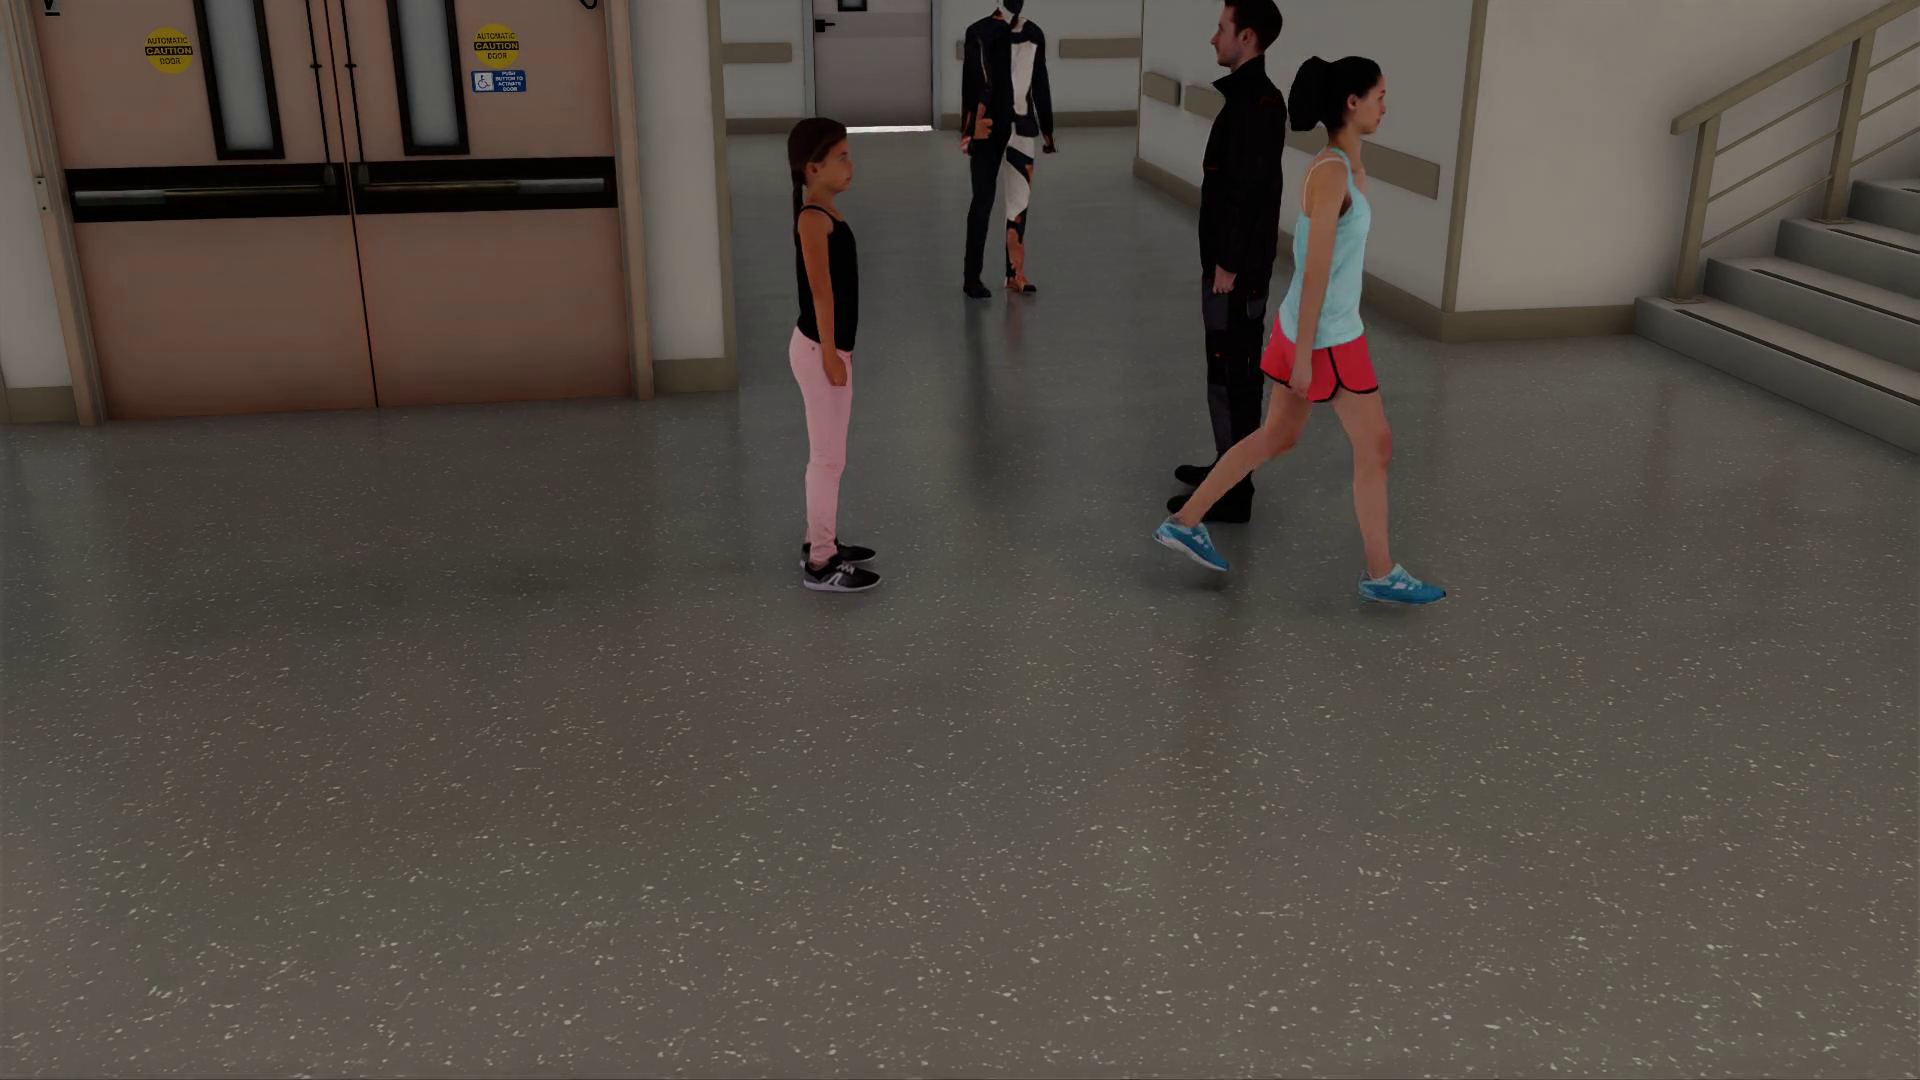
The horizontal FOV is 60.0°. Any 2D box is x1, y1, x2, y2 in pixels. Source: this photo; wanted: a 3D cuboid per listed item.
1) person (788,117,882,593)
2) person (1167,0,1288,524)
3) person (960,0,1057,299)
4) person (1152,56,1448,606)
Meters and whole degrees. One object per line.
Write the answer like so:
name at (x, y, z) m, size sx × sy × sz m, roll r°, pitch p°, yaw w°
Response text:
person at (-0.447, -0.612, 5.538) m, size 0.534 × 1.564 × 0.551 m, roll -1°, pitch 21°, yaw -3°
person at (1.015, -1.031, 6.148) m, size 0.746 × 1.915 × 0.771 m, roll 5°, pitch 21°, yaw 13°
person at (0.247, -2.405, 9.820) m, size 0.634 × 1.884 × 0.824 m, roll -8°, pitch 22°, yaw -20°
person at (1.058, -0.620, 5.339) m, size 1.277 × 1.718 × 0.944 m, roll 5°, pitch 21°, yaw 12°
